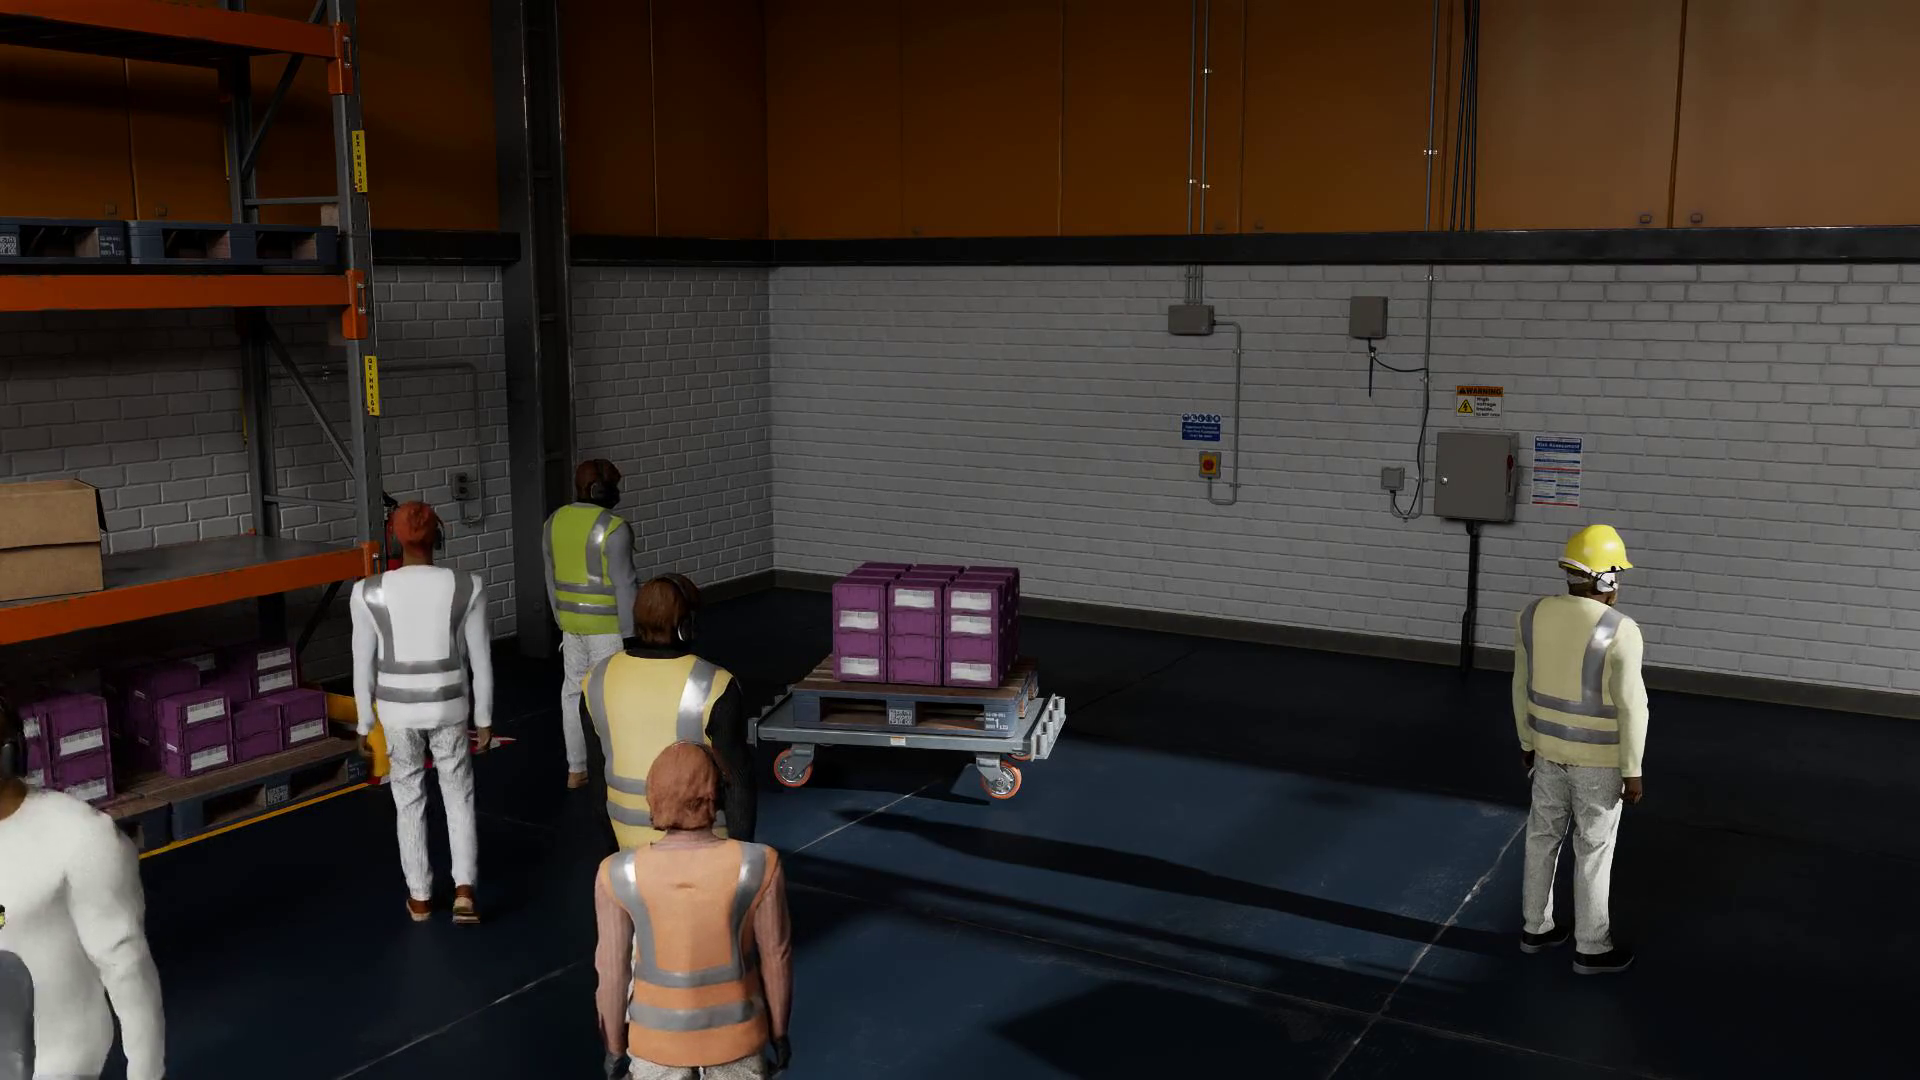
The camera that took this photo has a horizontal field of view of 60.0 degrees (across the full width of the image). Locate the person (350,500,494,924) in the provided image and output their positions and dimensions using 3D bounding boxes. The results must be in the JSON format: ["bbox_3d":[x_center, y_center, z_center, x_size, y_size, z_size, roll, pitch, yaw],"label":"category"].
[{"bbox_3d":[-2.326,0.763,7.216,0.592,1.884,0.471,-3,10,-19],"label":"person"}]

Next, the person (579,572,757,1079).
[{"bbox_3d":[-0.959,1.021,5.666,0.627,1.845,0.429,4,10,21],"label":"person"}]

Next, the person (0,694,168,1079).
[{"bbox_3d":[-2.271,1.283,3.848,0.658,1.894,0.994,2,9,12],"label":"person"}]

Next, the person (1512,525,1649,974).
[{"bbox_3d":[2.544,0.844,6.799,0.404,1.830,0.601,-6,11,-31],"label":"person"}]

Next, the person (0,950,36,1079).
[{"bbox_3d":[-1.723,1.428,2.950,0.973,1.891,0.635,2,9,11],"label":"person"}]

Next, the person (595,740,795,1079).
[{"bbox_3d":[-0.688,1.330,4.370,0.513,1.639,0.313,-1,9,-6],"label":"person"}]

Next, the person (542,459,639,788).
[{"bbox_3d":[-1.981,0.473,9.108,0.624,1.839,0.430,6,11,34],"label":"person"}]
